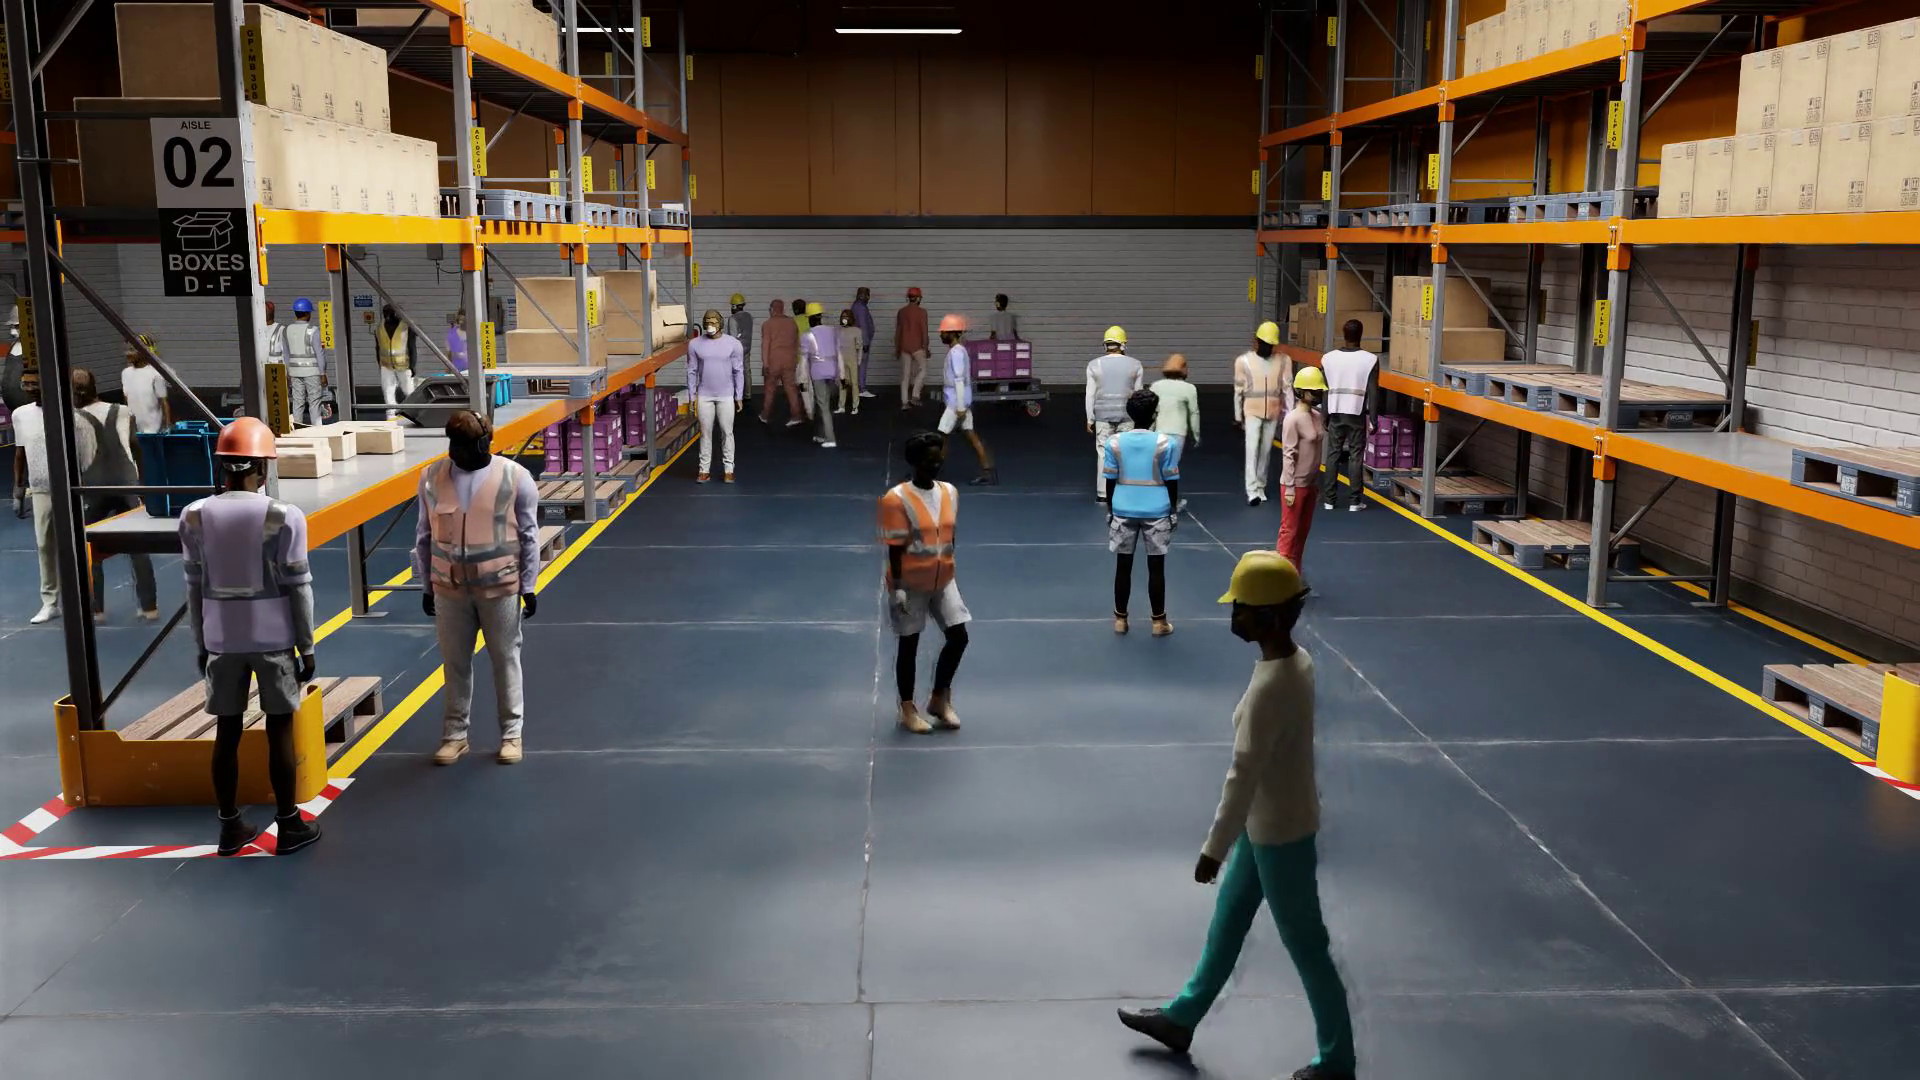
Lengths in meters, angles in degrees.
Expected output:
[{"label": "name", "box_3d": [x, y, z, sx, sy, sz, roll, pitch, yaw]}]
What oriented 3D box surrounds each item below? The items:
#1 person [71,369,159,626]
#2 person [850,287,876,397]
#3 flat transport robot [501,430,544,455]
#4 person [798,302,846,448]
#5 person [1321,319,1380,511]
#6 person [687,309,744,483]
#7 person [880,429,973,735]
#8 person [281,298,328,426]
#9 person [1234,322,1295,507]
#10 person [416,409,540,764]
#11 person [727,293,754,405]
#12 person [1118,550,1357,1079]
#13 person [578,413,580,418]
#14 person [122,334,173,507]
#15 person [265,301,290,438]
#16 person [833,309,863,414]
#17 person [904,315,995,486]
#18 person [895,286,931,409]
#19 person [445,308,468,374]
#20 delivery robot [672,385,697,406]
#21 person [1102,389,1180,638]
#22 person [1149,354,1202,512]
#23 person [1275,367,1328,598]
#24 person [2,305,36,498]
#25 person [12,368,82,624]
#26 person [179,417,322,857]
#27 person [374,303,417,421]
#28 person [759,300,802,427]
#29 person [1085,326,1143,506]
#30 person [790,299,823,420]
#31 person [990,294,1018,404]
[{"label": "person", "box_3d": [-5.958, -0.304, 11.663, 0.561, 1.812, 0.428, -9, 14, -42]}, {"label": "person", "box_3d": [-1.683, -3.427, 28.834, 0.408, 1.903, 0.638, -3, 11, -17]}, {"label": "flat transport robot", "box_3d": [-5.401, -1.266, 21.332, 0.652, 0.197, 1.431, -1, 10, -3]}, {"label": "person", "box_3d": [-1.851, -2.159, 21.799, 0.601, 1.880, 0.859, -7, 12, -35]}, {"label": "person", "box_3d": [3.891, -1.244, 16.638, 0.591, 1.912, 0.383, 6, 12, 28]}, {"label": "person", "box_3d": [-2.716, -1.590, 18.488, 0.633, 1.938, 0.356, 0, 10, 1]}, {"label": "person", "box_3d": [-0.185, 0.243, 9.000, 0.540, 1.683, 0.439, -7, 12, -35]}, {"label": "person", "box_3d": [-8.550, -2.182, 21.760, 0.605, 1.948, 0.386, 3, 11, 15]}, {"label": "person", "box_3d": [3.104, -1.275, 16.944, 0.589, 1.865, 0.957, -1, 10, -4]}, {"label": "person", "box_3d": [-2.475, 0.245, 8.549, 0.624, 1.841, 0.430, 0, 10, 1]}, {"label": "person", "box_3d": [-3.639, -3.131, 27.364, 0.403, 1.835, 0.588, 5, 11, 26]}, {"label": "person", "box_3d": [0.885, 0.892, 5.233, 0.861, 1.725, 0.543, 3, 11, 18]}, {"label": "person", "box_3d": [-5.580, -2.686, 24.598, 0.354, 1.936, 0.635, 7, 12, 35]}, {"label": "person", "box_3d": [-7.755, -1.059, 15.875, 0.531, 1.833, 0.988, 5, 11, 25]}, {"label": "person", "box_3d": [-9.319, -2.289, 22.529, 0.572, 1.887, 0.356, 5, 11, 27]}, {"label": "person", "box_3d": [-1.754, -2.780, 25.967, 0.499, 1.634, 0.279, 4, 11, 21]}, {"label": "person", "box_3d": [-0.071, -1.520, 18.256, 1.013, 1.883, 0.565, 1, 10, 7]}, {"label": "person", "box_3d": [-0.771, -3.084, 26.744, 0.645, 1.959, 0.541, 8, 13, 37]}, {"label": "person", "box_3d": [-6.724, -2.280, 22.724, 0.583, 1.802, 0.931, -2, 10, -10]}, {"label": "delivery robot", "box_3d": [-4.028, -2.053, 24.660, 0.707, 0.478, 0.477, -7, 12, -33]}, {"label": "person", "box_3d": [1.234, -0.179, 11.307, 0.529, 1.694, 0.321, 4, 11, 20]}, {"label": "person", "box_3d": [2.102, -1.018, 16.248, 0.512, 1.593, 0.744, 8, 13, 36]}, {"label": "person", "box_3d": [2.558, -0.404, 12.365, 0.326, 1.767, 0.533, 7, 12, 34]}, {"label": "person", "box_3d": [-9.641, -1.422, 17.271, 0.684, 2.000, 0.536, 5, 11, 26]}, {"label": "person", "box_3d": [-6.392, -0.335, 11.713, 0.527, 1.865, 0.332, -1, 10, -4]}, {"label": "person", "box_3d": [-3.086, 0.426, 7.290, 0.538, 1.929, 0.382, -1, 10, -3]}, {"label": "person", "box_3d": [-8.108, -2.518, 24.022, 0.624, 1.813, 0.801, 0, 10, -1]}, {"label": "person", "box_3d": [-2.641, -2.573, 24.264, 0.693, 1.839, 1.021, -7, 13, -35]}, {"label": "person", "box_3d": [1.571, -1.255, 16.929, 0.592, 1.828, 0.404, 1, 10, 3]}, {"label": "person", "box_3d": [-2.412, -2.745, 25.283, 0.639, 1.808, 0.764, -6, 12, -29]}, {"label": "person", "box_3d": [0.751, -3.110, 27.259, 0.581, 1.841, 0.730, -5, 11, -26]}]
